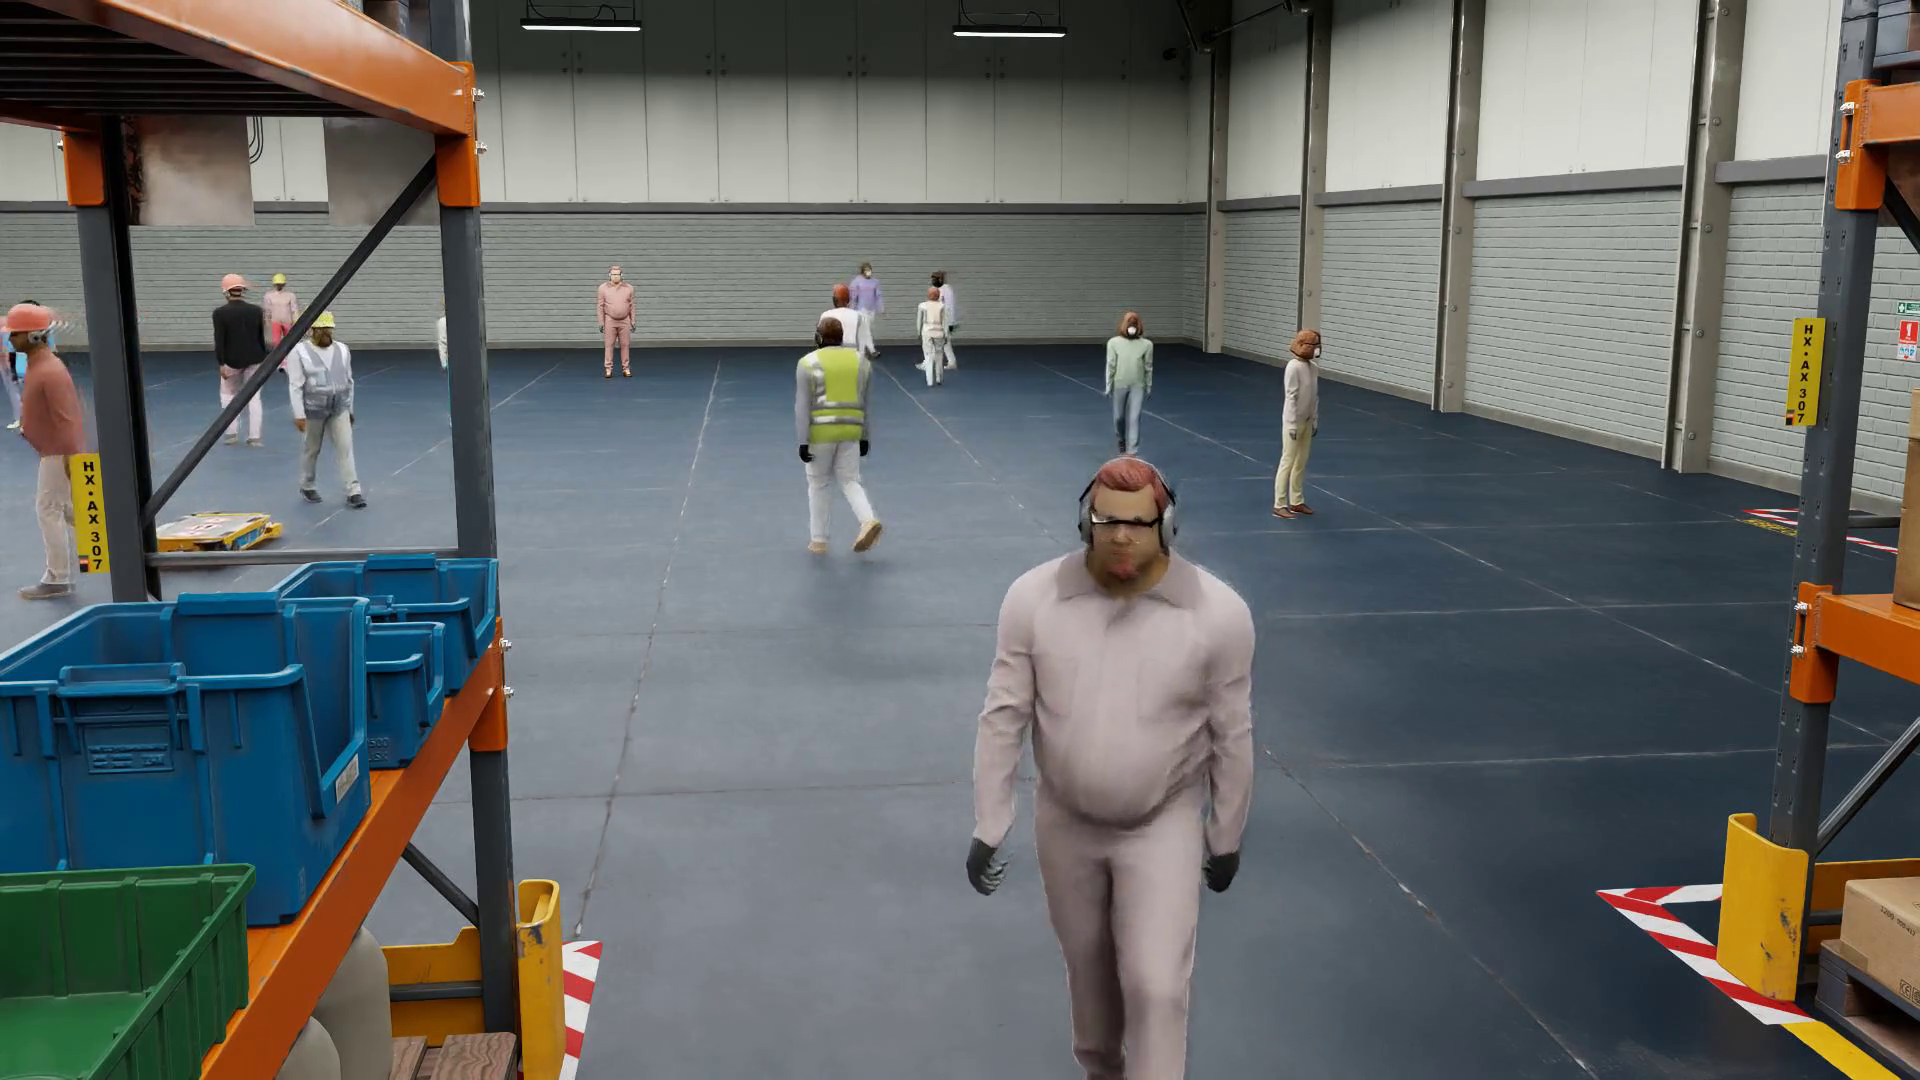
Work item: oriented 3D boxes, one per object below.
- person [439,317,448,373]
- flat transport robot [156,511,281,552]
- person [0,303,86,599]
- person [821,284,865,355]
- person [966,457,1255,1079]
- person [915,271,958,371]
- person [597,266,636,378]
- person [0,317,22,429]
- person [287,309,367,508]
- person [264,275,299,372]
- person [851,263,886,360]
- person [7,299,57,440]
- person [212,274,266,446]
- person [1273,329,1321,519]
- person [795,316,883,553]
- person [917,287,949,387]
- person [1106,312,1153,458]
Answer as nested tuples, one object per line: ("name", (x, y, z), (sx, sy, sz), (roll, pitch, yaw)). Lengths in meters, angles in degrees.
("person", (-6.137, -2.208, 20.596), (0.535, 1.747, 0.622), (-6, 12, -31))
("flat transport robot", (-5.722, -0.020, 12.636), (0.652, 0.197, 1.431), (-1, 10, -5))
("person", (-5.976, -0.609, 11.187), (0.725, 1.976, 0.639), (-7, 12, -32))
("person", (-1.339, -2.014, 19.191), (0.597, 1.870, 0.646), (-8, 13, -37))
("person", (0.353, 0.739, 4.102), (0.668, 1.873, 0.888), (4, 11, 19))
("person", (-0.409, -3.934, 29.946), (0.977, 1.793, 0.627), (-6, 12, -28))
("person", (-5.870, -3.731, 28.502), (0.652, 1.904, 0.403), (-4, 11, -21))
("person", (-11.995, -2.199, 20.586), (0.544, 1.710, 0.939), (2, 10, 9))
("person", (-5.688, -1.182, 14.866), (0.619, 1.783, 0.943), (-10, 14, -44))
("person", (-12.050, -3.841, 29.583), (0.538, 1.720, 0.891), (-5, 11, -25))
("person", (-1.785, -4.498, 32.734), (0.651, 1.885, 1.000), (-8, 13, -38))
("person", (-10.701, -1.940, 19.274), (0.543, 1.679, 0.372), (1, 10, 7))
("person", (-8.337, -2.076, 19.228), (0.630, 1.968, 0.709), (-10, 14, -42))
("person", (2.925, -0.997, 14.295), (0.296, 1.628, 0.494), (9, 14, 40))
("person", (-0.916, -0.771, 12.519), (0.638, 1.818, 0.693), (-5, 11, -26))
("person", (-0.440, -3.298, 26.971), (0.522, 1.594, 0.870), (-1, 10, -3))
("person", (1.823, -1.653, 17.894), (0.506, 1.614, 0.679), (1, 10, 6))
